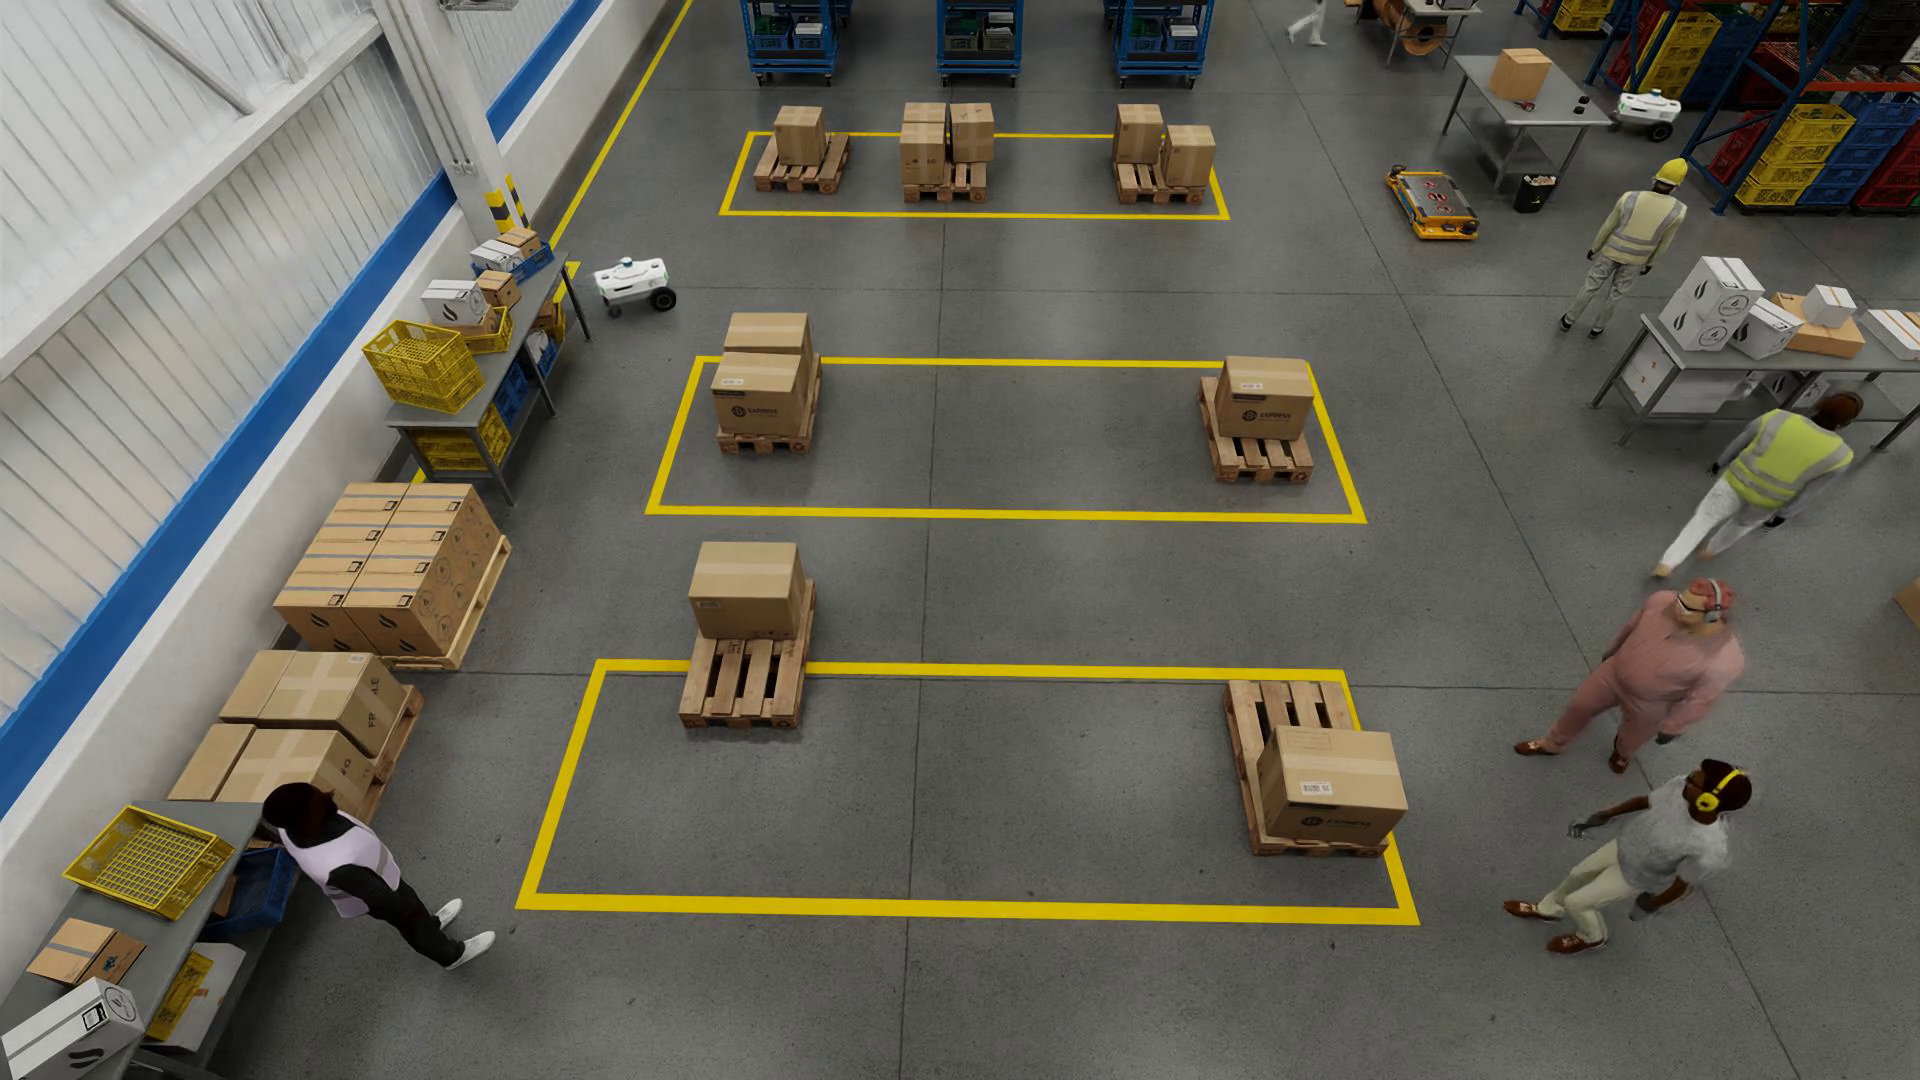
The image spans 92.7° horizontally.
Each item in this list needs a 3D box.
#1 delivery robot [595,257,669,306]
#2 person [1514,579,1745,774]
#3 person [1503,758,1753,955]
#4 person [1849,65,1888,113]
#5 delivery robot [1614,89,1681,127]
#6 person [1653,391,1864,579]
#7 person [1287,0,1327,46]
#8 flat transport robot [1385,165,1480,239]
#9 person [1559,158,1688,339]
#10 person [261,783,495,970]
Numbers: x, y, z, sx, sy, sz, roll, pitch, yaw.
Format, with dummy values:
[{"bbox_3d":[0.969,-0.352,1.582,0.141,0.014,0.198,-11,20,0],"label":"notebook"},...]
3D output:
[{"bbox_3d":[-3.444,-2.737,9.638,0.707,0.478,0.477,-18,52,-15],"label":"delivery robot"},{"bbox_3d":[4.252,0.896,5.686,0.701,1.877,0.682,-13,50,-11],"label":"person"},{"bbox_3d":[3.574,1.743,4.967,0.420,1.850,0.537,12,50,10],"label":"person"},{"bbox_3d":[11.835,-6.147,11.741,0.372,1.940,0.630,19,52,16],"label":"person"},{"bbox_3d":[9.197,-5.772,12.265,0.707,0.478,0.477,18,51,15],"label":"delivery robot"},{"bbox_3d":[5.932,-0.380,6.839,0.913,1.809,0.632,-33,57,-25],"label":"person"},{"bbox_3d":[5.425,-8.299,13.812,0.592,1.619,0.520,8,50,7],"label":"person"},{"bbox_3d":[5.692,-4.094,11.059,0.652,0.197,1.431,1,49,1],"label":"flat transport robot"},{"bbox_3d":[6.475,-2.810,8.920,0.588,1.835,0.403,26,54,21],"label":"person"},{"bbox_3d":[-3.114,1.810,4.866,0.587,1.920,0.391,31,56,24],"label":"person"}]
